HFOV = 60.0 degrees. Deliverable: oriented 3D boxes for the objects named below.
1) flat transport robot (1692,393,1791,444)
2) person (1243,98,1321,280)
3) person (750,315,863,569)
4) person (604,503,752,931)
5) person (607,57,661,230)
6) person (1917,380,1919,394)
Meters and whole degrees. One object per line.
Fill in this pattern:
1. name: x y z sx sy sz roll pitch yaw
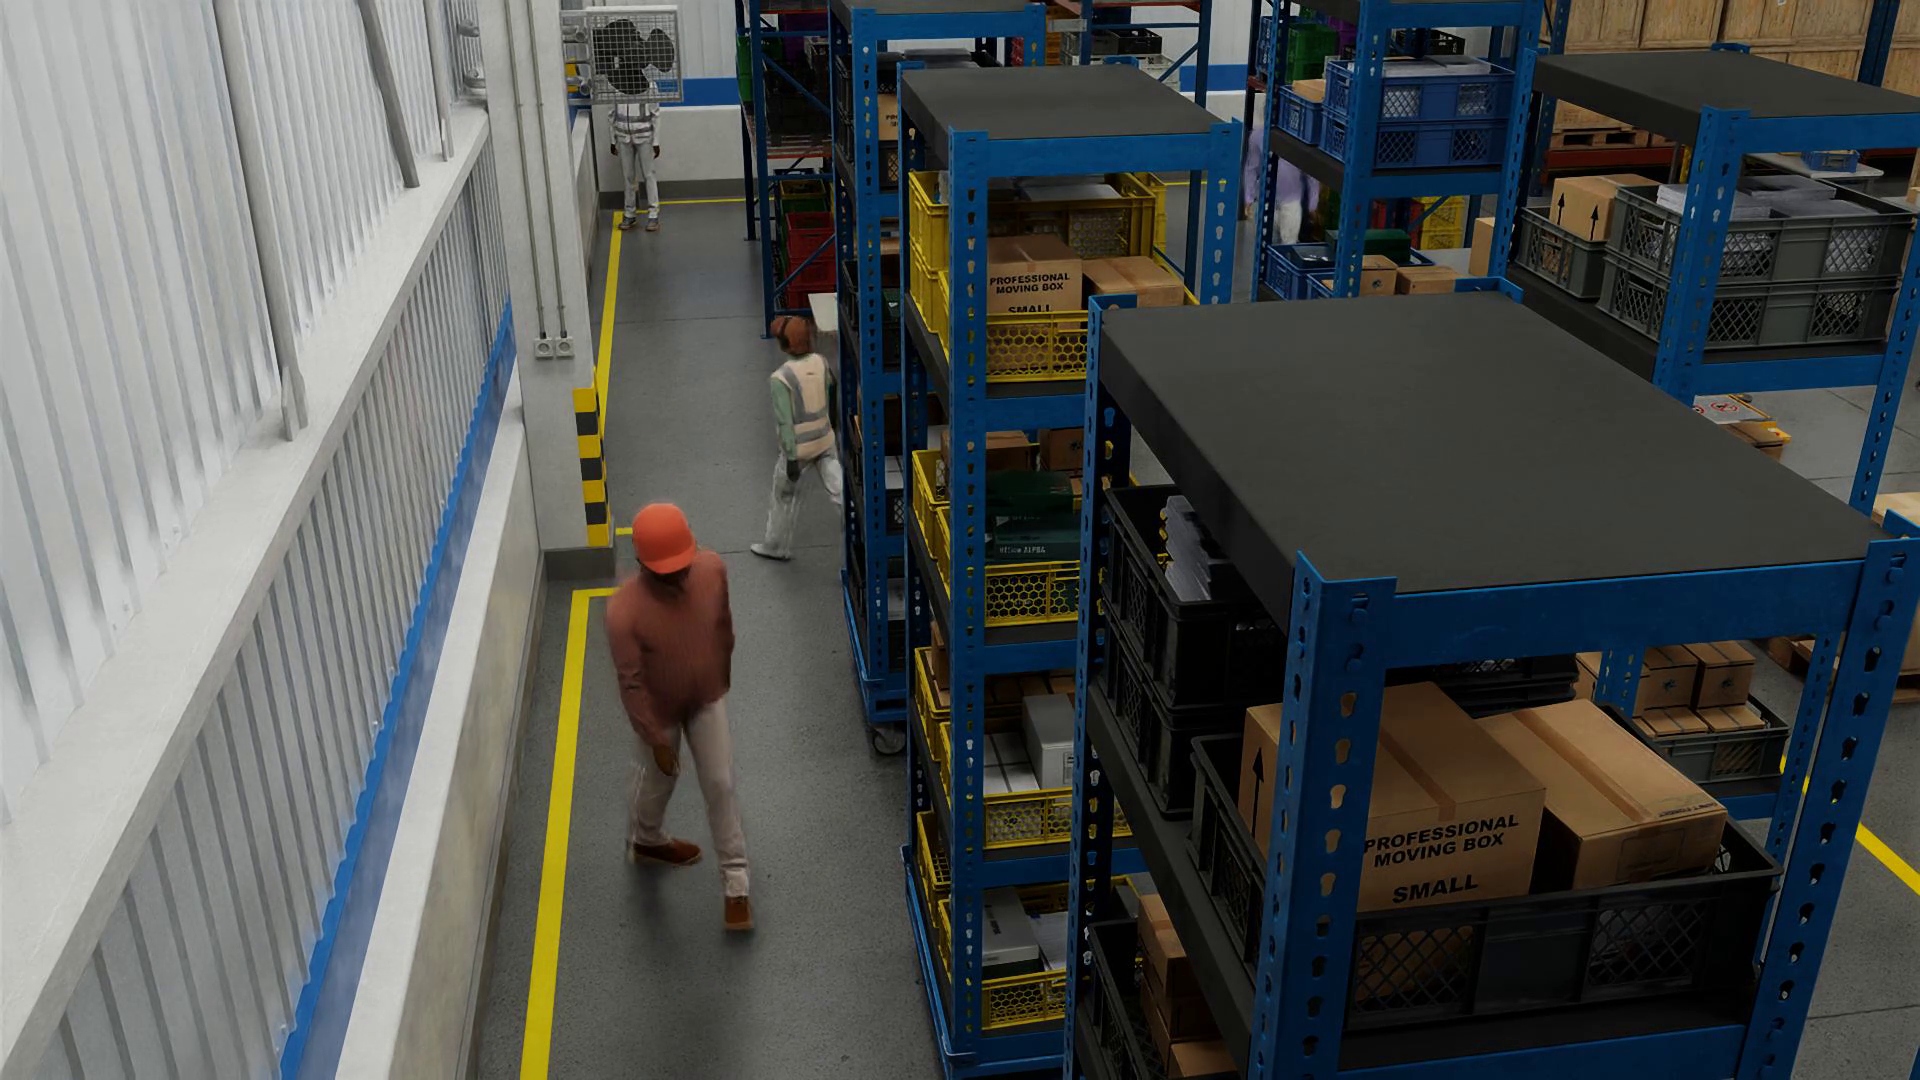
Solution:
1. flat transport robot: 5.224 -0.859 12.132 1.431 0.197 0.652 -4 25 -8
2. person: 2.852 -3.001 14.827 0.682 1.917 0.490 10 27 21
3. person: -0.877 -0.555 9.902 0.891 1.590 0.525 16 29 31
4. person: -1.150 0.672 6.855 0.639 1.926 0.867 -18 30 -34
5. person: -3.421 -4.208 17.496 0.576 1.884 0.354 5 25 10
6. person: 7.760 -1.972 12.712 0.606 1.823 0.405 5 25 11
